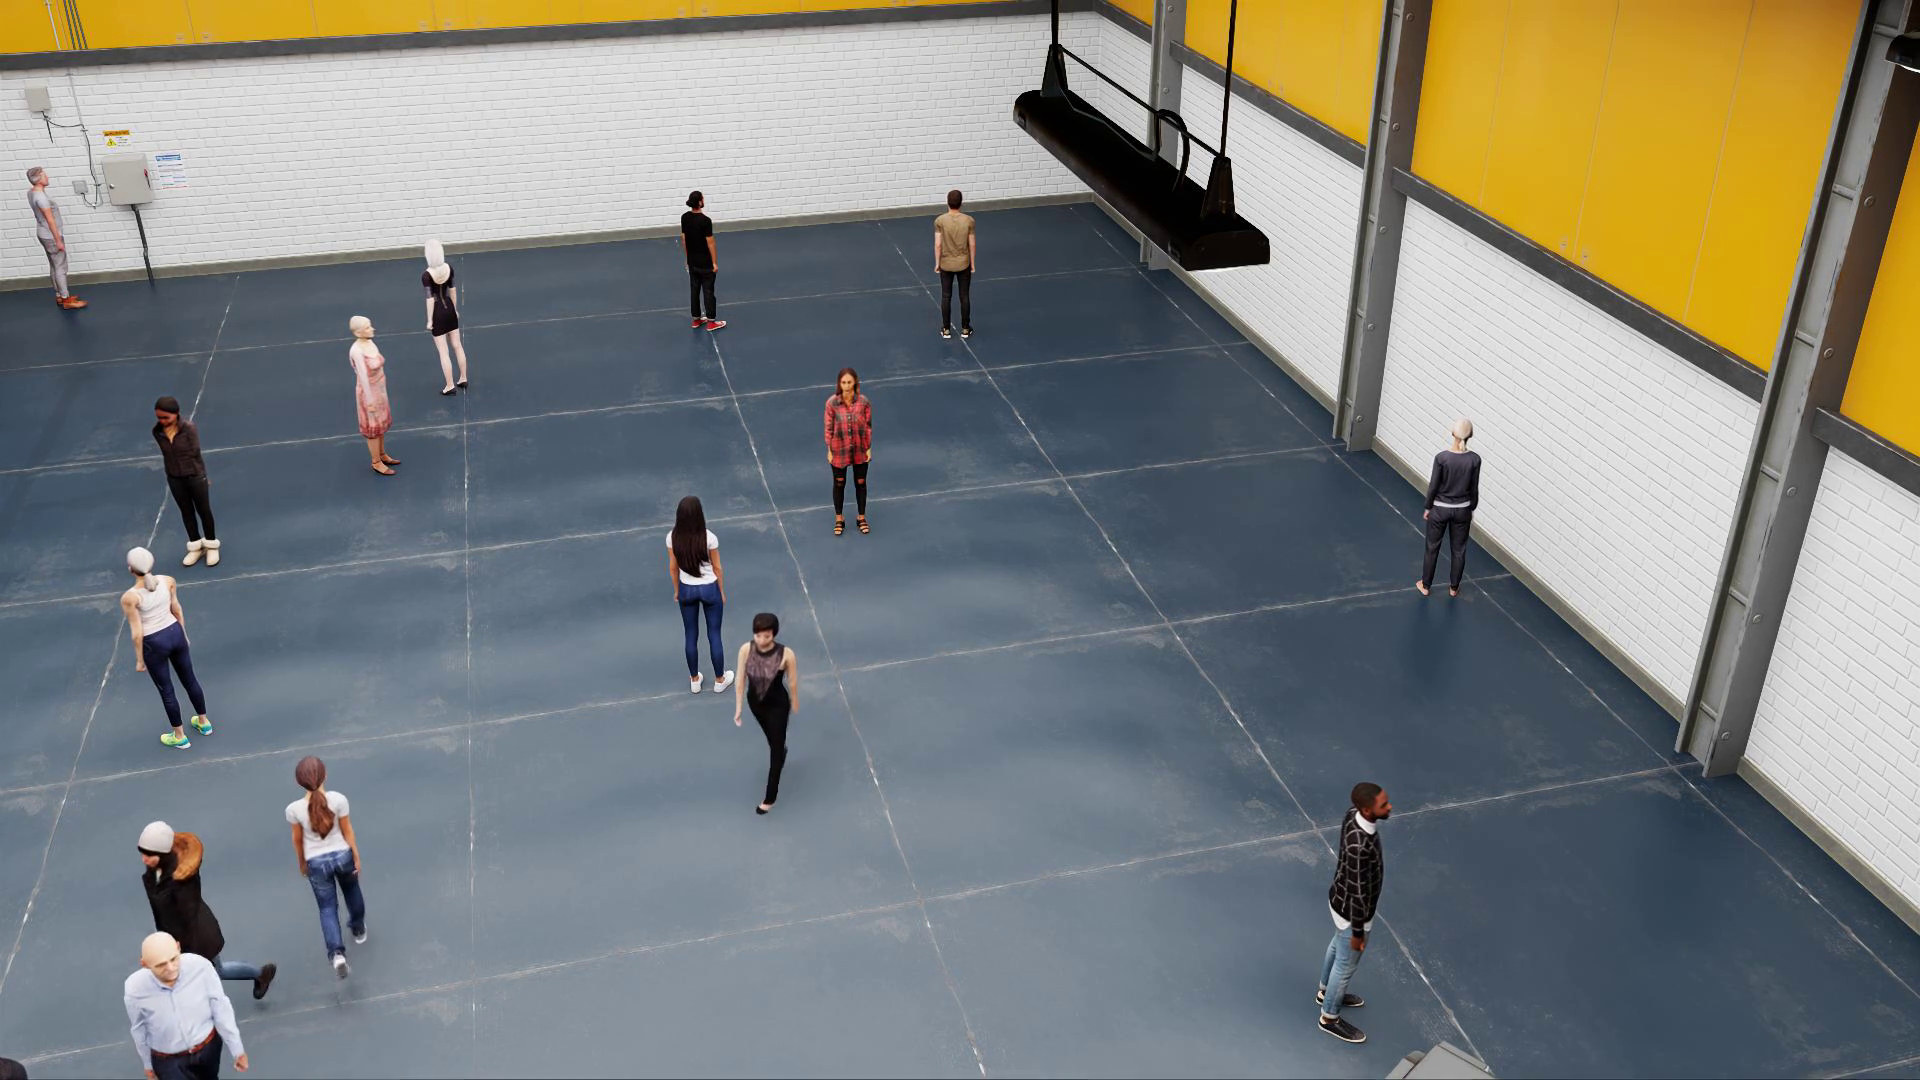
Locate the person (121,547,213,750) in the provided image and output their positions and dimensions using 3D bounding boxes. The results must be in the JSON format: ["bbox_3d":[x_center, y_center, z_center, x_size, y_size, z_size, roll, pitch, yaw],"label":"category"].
[{"bbox_3d":[-6.136,0.821,12.821,0.735,1.702,0.681,16,33,27],"label":"person"}]

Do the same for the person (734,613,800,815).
[{"bbox_3d":[-1.388,1.181,12.319,0.924,1.551,1.141,7,29,13],"label":"person"}]

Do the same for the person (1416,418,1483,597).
[{"bbox_3d":[4.379,-0.297,14.844,0.678,1.726,0.640,3,29,5],"label":"person"}]

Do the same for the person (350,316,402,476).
[{"bbox_3d":[-6.049,-1.498,17.083,0.703,1.691,0.575,-1,29,-2],"label":"person"}]

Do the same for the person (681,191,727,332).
[{"bbox_3d":[-3.215,-3.468,20.627,0.719,1.757,0.779,15,32,26],"label":"person"}]

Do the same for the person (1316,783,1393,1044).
[{"bbox_3d":[2.382,2.220,10.132,0.801,1.821,0.661,6,29,10],"label":"person"}]

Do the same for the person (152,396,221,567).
[{"bbox_3d":[-7.179,-0.587,15.446,0.655,1.660,0.606,-7,29,-13],"label":"person"}]

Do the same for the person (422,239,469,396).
[{"bbox_3d":[-5.846,-2.527,18.825,0.701,1.830,0.651,17,33,28],"label":"person"}]

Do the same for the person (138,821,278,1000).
[{"bbox_3d":[-4.616,2.349,10.115,1.014,1.610,1.056,17,33,28],"label":"person"}]

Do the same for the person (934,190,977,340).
[{"bbox_3d":[-0.059,-3.382,20.369,0.713,1.852,0.654,0,29,0],"label":"person"}]

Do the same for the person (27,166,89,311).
[{"bbox_3d":[-11.647,-3.878,21.302,0.828,1.829,0.670,-24,37,-36],"label":"person"}]

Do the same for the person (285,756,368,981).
[{"bbox_3d":[-4.036,2.095,10.654,0.590,1.539,0.972,-10,30,-18],"label":"person"}]

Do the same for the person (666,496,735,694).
[{"bbox_3d":[-2.106,0.443,13.437,0.658,1.775,0.642,4,29,7],"label":"person"}]

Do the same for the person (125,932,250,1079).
[{"bbox_3d":[-4.261,2.801,9.159,0.996,1.732,1.301,-22,35,-34],"label":"person"}]

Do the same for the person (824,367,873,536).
[{"bbox_3d":[-1.058,-0.858,15.897,0.628,1.704,0.576,-4,29,-8],"label":"person"}]
